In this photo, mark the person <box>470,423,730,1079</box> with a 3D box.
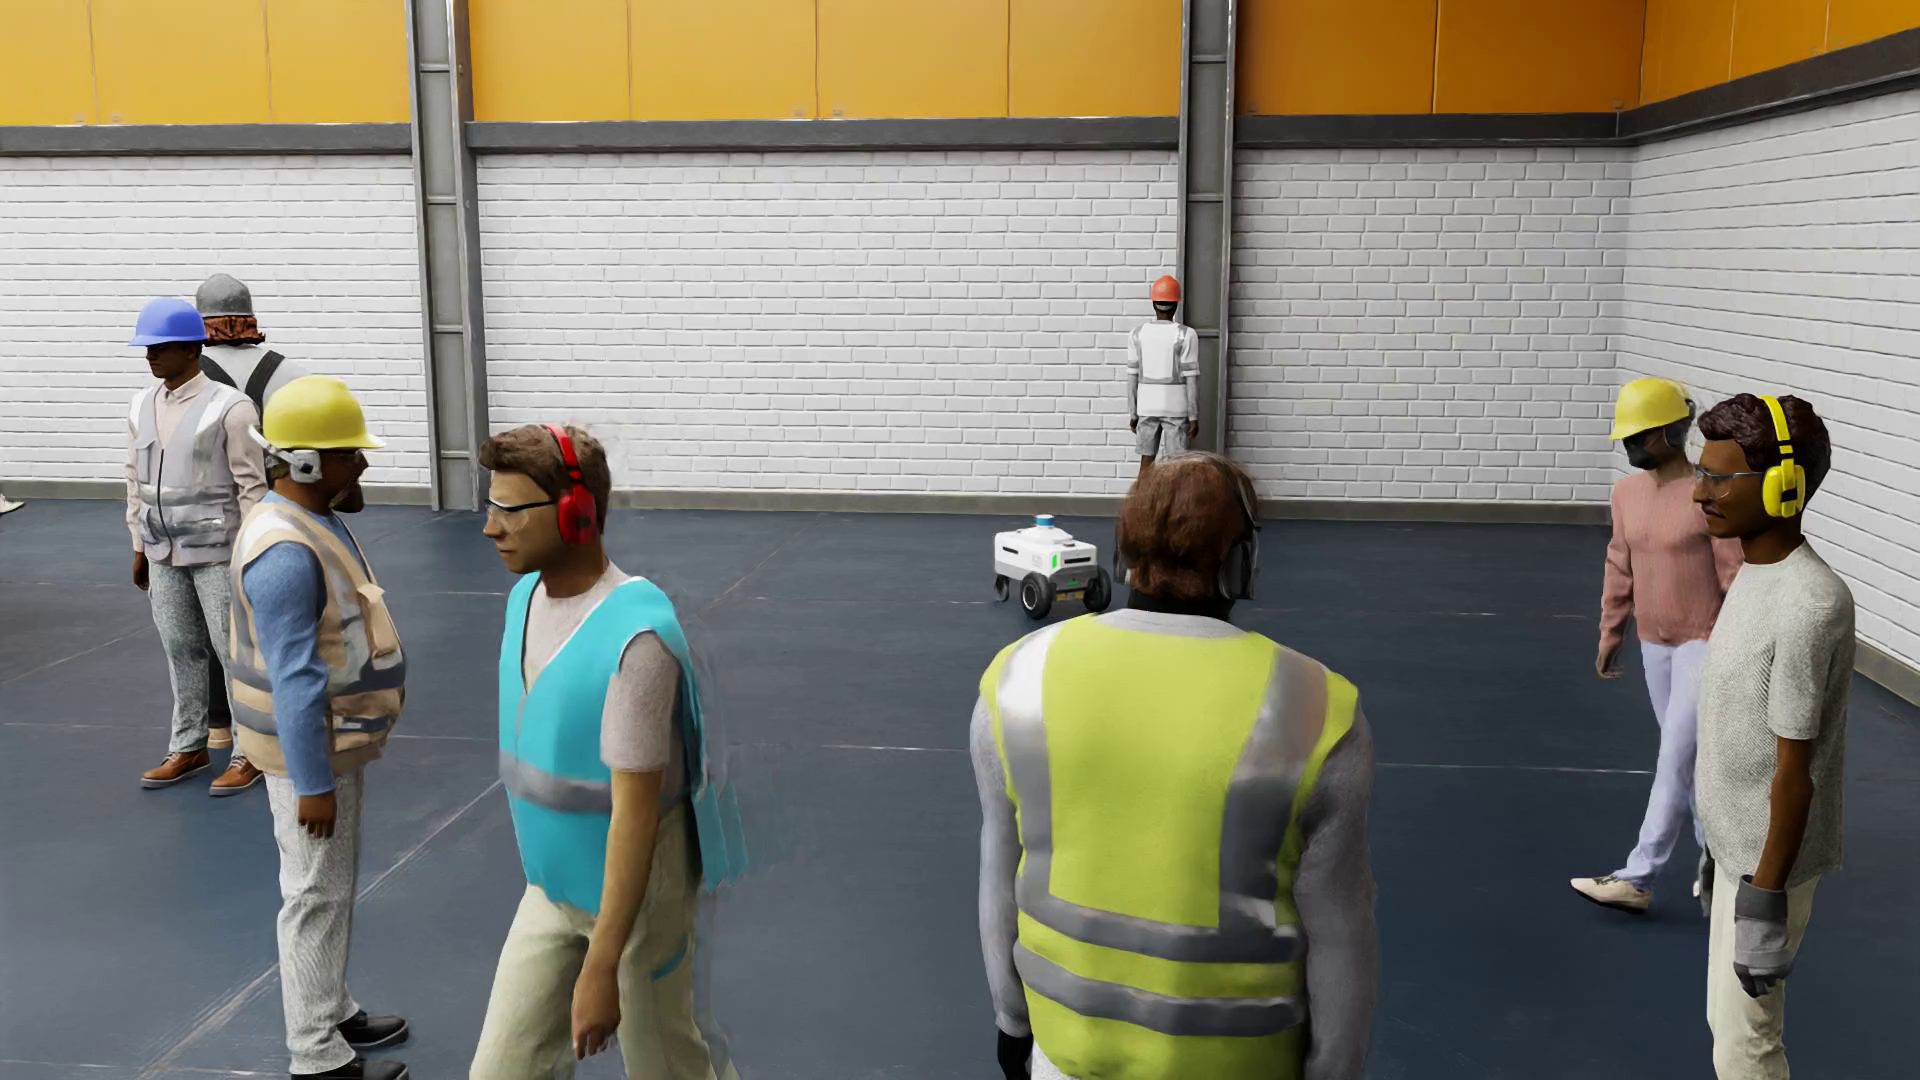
[{"bbox_3d":[-0.760,0.697,3.076,0.835,1.810,0.593,-9,13,-41],"label":"person"}]

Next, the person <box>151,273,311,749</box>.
[{"bbox_3d":[-3.126,-0.140,7.214,0.681,2.000,0.534,-7,12,-34],"label":"person"}]

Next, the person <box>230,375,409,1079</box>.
[{"bbox_3d":[-1.597,0.499,4.192,0.404,1.824,0.587,-2,10,-13],"label":"person"}]

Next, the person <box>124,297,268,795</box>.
[{"bbox_3d":[-2.992,0.030,6.502,0.617,1.946,0.396,3,10,17],"label":"person"}]

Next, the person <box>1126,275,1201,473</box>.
[{"bbox_3d":[1.489,-0.949,12.124,0.552,1.942,0.342,5,11,27],"label":"person"}]

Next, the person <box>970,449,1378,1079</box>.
[{"bbox_3d":[0.326,0.773,2.595,0.631,1.833,0.429,5,11,25],"label":"person"}]

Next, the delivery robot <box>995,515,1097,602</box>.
[{"bbox_3d":[0.503,0.095,9.853,0.477,0.478,0.707,-6,11,-29],"label":"delivery robot"}]

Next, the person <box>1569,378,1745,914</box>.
[{"bbox_3d":[2.291,0.344,5.360,0.780,1.707,0.601,-4,11,-23],"label":"person"}]

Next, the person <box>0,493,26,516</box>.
[{"bbox_3d":[-7.862,-1.025,13.168,0.886,1.722,0.541,0,10,-2],"label":"person"}]

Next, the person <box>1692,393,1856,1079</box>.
[{"bbox_3d":[1.542,0.641,3.275,0.333,1.860,0.509,3,10,17],"label":"person"}]
